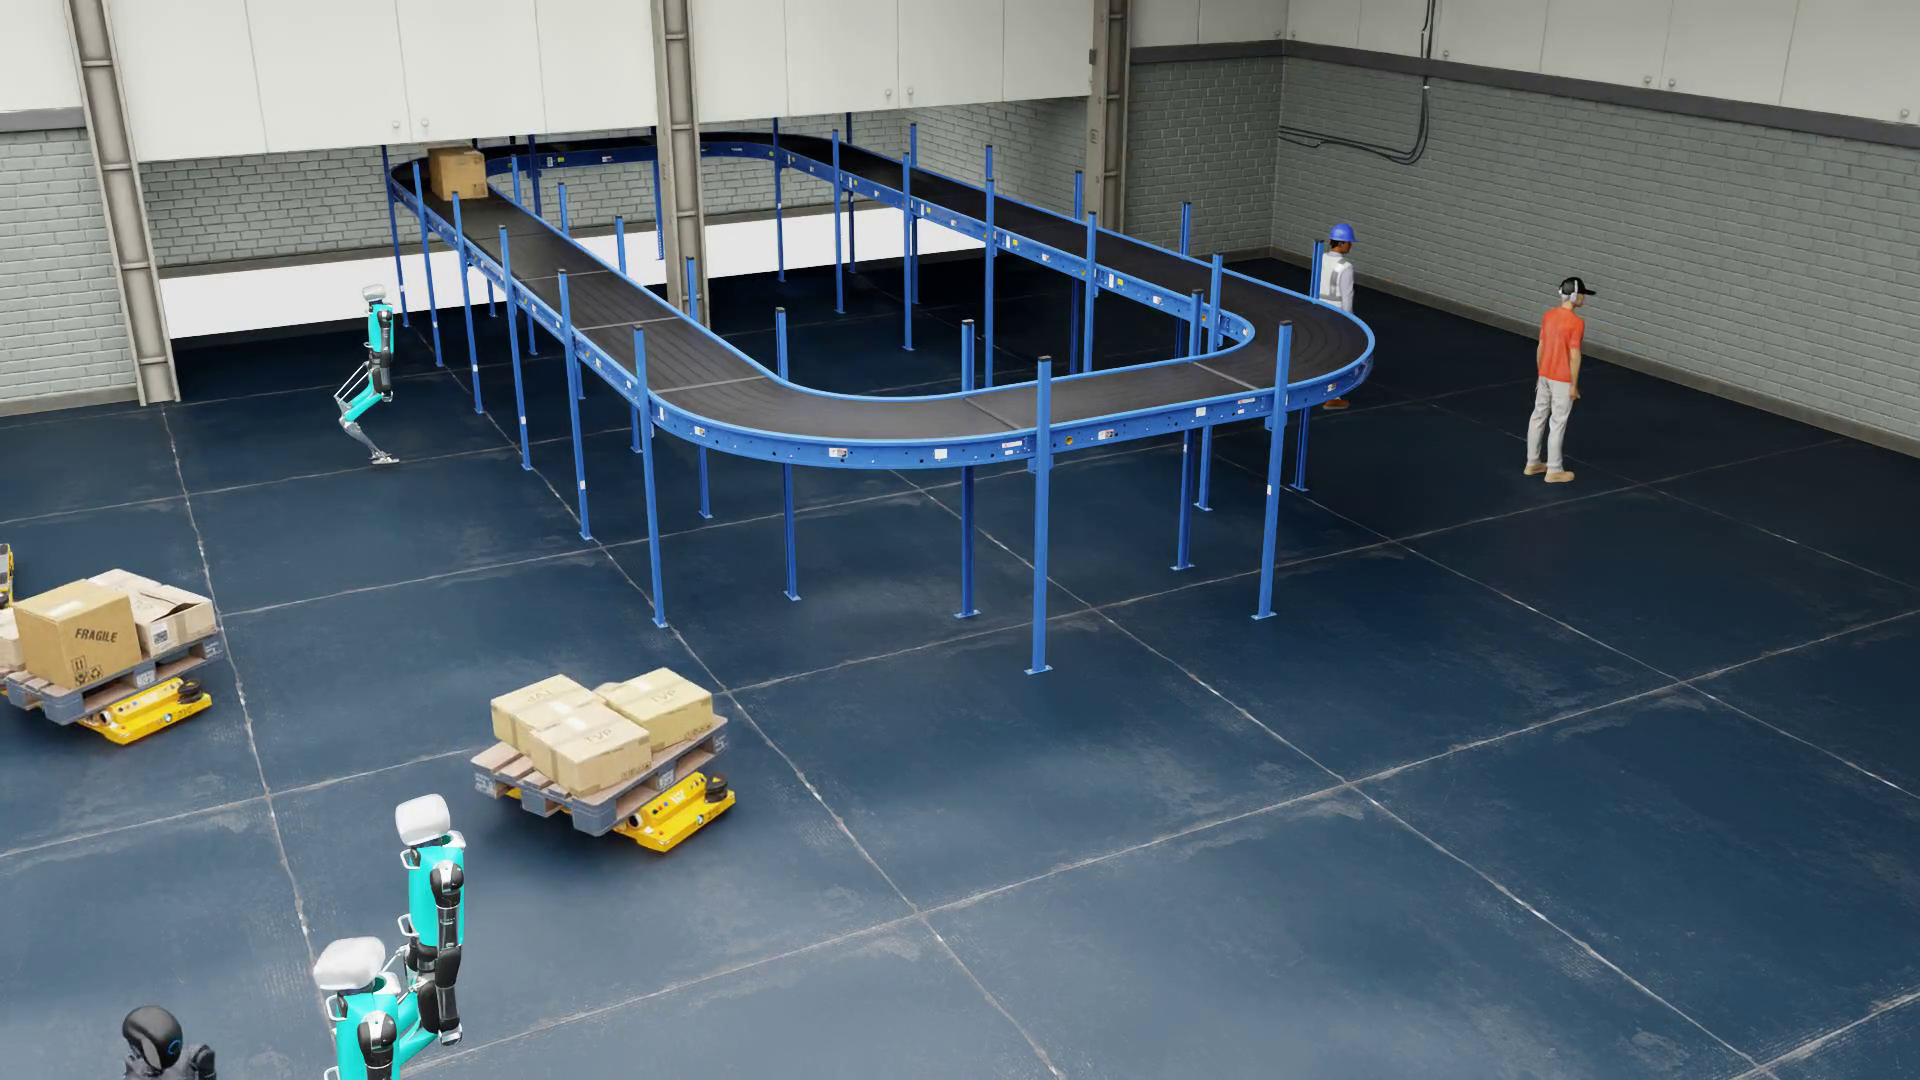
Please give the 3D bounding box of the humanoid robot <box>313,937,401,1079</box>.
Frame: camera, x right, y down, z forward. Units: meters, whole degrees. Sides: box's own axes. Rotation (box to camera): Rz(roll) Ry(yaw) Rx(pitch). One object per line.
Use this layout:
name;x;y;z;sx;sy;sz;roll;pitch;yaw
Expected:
humanoid robot;-2.366;2.270;6.132;0.735;1.675;0.533;-11;25;-26

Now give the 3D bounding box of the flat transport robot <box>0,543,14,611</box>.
flat transport robot;-7.754;0.374;12.950;0.659;0.231;1.431;-11;25;-26

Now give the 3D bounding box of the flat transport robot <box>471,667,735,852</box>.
flat transport robot;-2.148;1.496;10.177;1.431;0.231;0.659;13;25;29

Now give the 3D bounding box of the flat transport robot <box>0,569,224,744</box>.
flat transport robot;-5.835;1.001;11.400;1.431;0.231;0.659;13;25;29

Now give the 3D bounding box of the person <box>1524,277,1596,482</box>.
person;5.541;-1.487;15.369;0.410;1.910;0.476;-10;24;-23

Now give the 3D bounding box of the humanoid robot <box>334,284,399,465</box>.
humanoid robot;-5.577;-1.516;15.488;0.735;1.677;0.533;-11;25;-26

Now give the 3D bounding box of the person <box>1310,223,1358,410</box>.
person;3.898;-2.345;17.441;0.398;1.943;0.604;-10;24;-23

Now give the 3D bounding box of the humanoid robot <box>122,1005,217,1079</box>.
humanoid robot;-2.943;2.394;6.089;0.454;1.647;0.619;7;23;18

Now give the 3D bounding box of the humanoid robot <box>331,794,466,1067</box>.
humanoid robot;-2.397;1.907;7.025;0.735;1.677;0.533;-11;25;-26
